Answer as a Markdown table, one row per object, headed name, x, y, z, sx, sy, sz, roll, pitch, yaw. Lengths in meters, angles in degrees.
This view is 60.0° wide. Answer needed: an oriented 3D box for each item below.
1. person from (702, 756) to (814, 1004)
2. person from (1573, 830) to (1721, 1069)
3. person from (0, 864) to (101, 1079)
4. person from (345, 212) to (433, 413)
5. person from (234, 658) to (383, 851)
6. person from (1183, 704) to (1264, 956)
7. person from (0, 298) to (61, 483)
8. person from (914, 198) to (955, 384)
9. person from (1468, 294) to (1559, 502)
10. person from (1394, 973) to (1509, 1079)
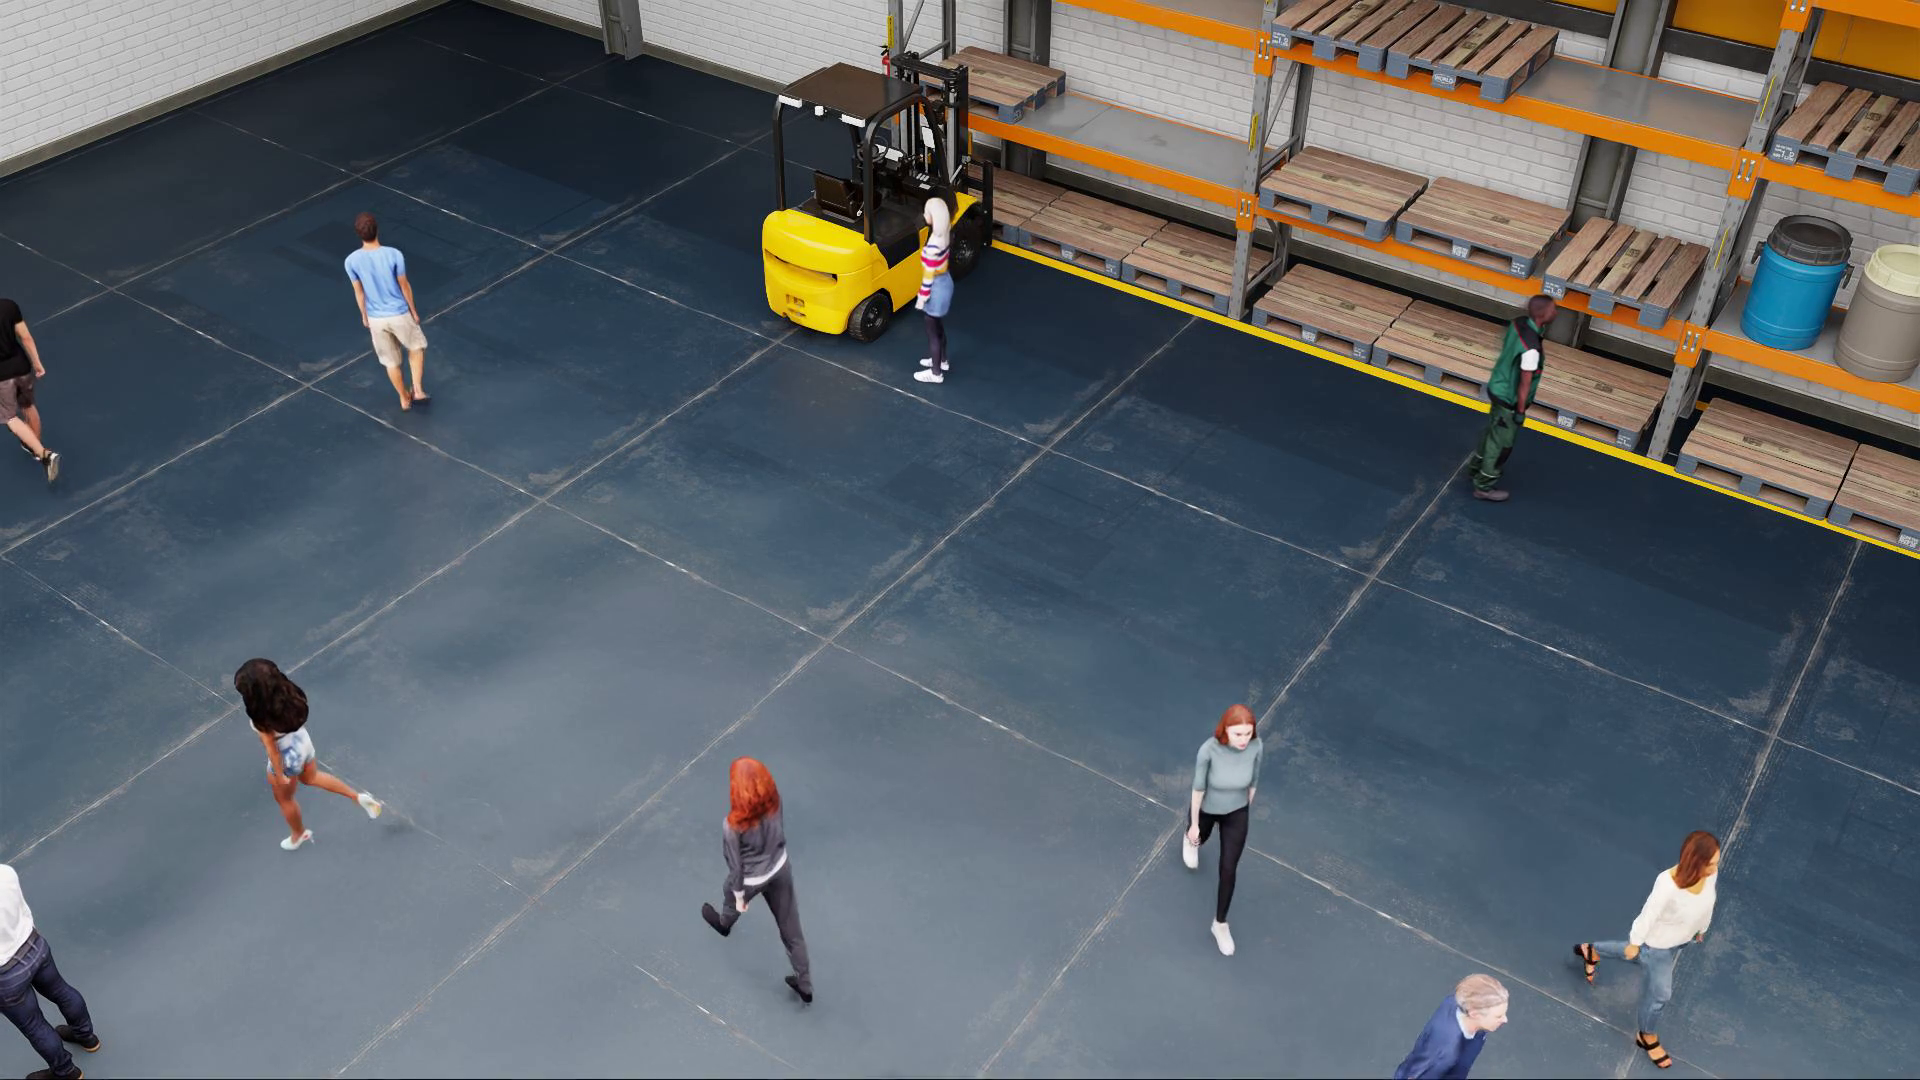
| name | x | y | z | sx | sy | sz | roll | pitch | yaw |
| --- | --- | --- | --- | --- | --- | --- | --- | --- | --- |
| person | -1.068 | 1.964 | 9.430 | 0.783 | 1.715 | 1.225 | -30 | 47 | -32 |
| person | 3.845 | 2.141 | 9.257 | 0.905 | 1.655 | 1.129 | -21 | 43 | -24 |
| person | -5.071 | 2.263 | 8.934 | 0.731 | 1.868 | 0.714 | 5 | 39 | 6 |
| person | -4.846 | -1.873 | 14.121 | 0.799 | 1.858 | 0.856 | -7 | 39 | -9 |
| person | -4.083 | 1.330 | 10.313 | 0.989 | 1.604 | 0.881 | -2 | 39 | -3 |
| person | 1.513 | 1.580 | 9.921 | 1.132 | 1.704 | 1.113 | -2 | 39 | -3 |
| person | -7.683 | -1.324 | 13.445 | 1.085 | 1.844 | 0.722 | 28 | 46 | 31 |
| person | -0.165 | -2.179 | 14.545 | 0.704 | 1.807 | 0.743 | 10 | 40 | 13 |
| person | 4.382 | -1.149 | 13.236 | 0.791 | 1.831 | 0.787 | 3 | 39 | 4 |
| person | 2.261 | 2.728 | 8.371 | 0.842 | 1.844 | 0.702 | 30 | 48 | 32 |
